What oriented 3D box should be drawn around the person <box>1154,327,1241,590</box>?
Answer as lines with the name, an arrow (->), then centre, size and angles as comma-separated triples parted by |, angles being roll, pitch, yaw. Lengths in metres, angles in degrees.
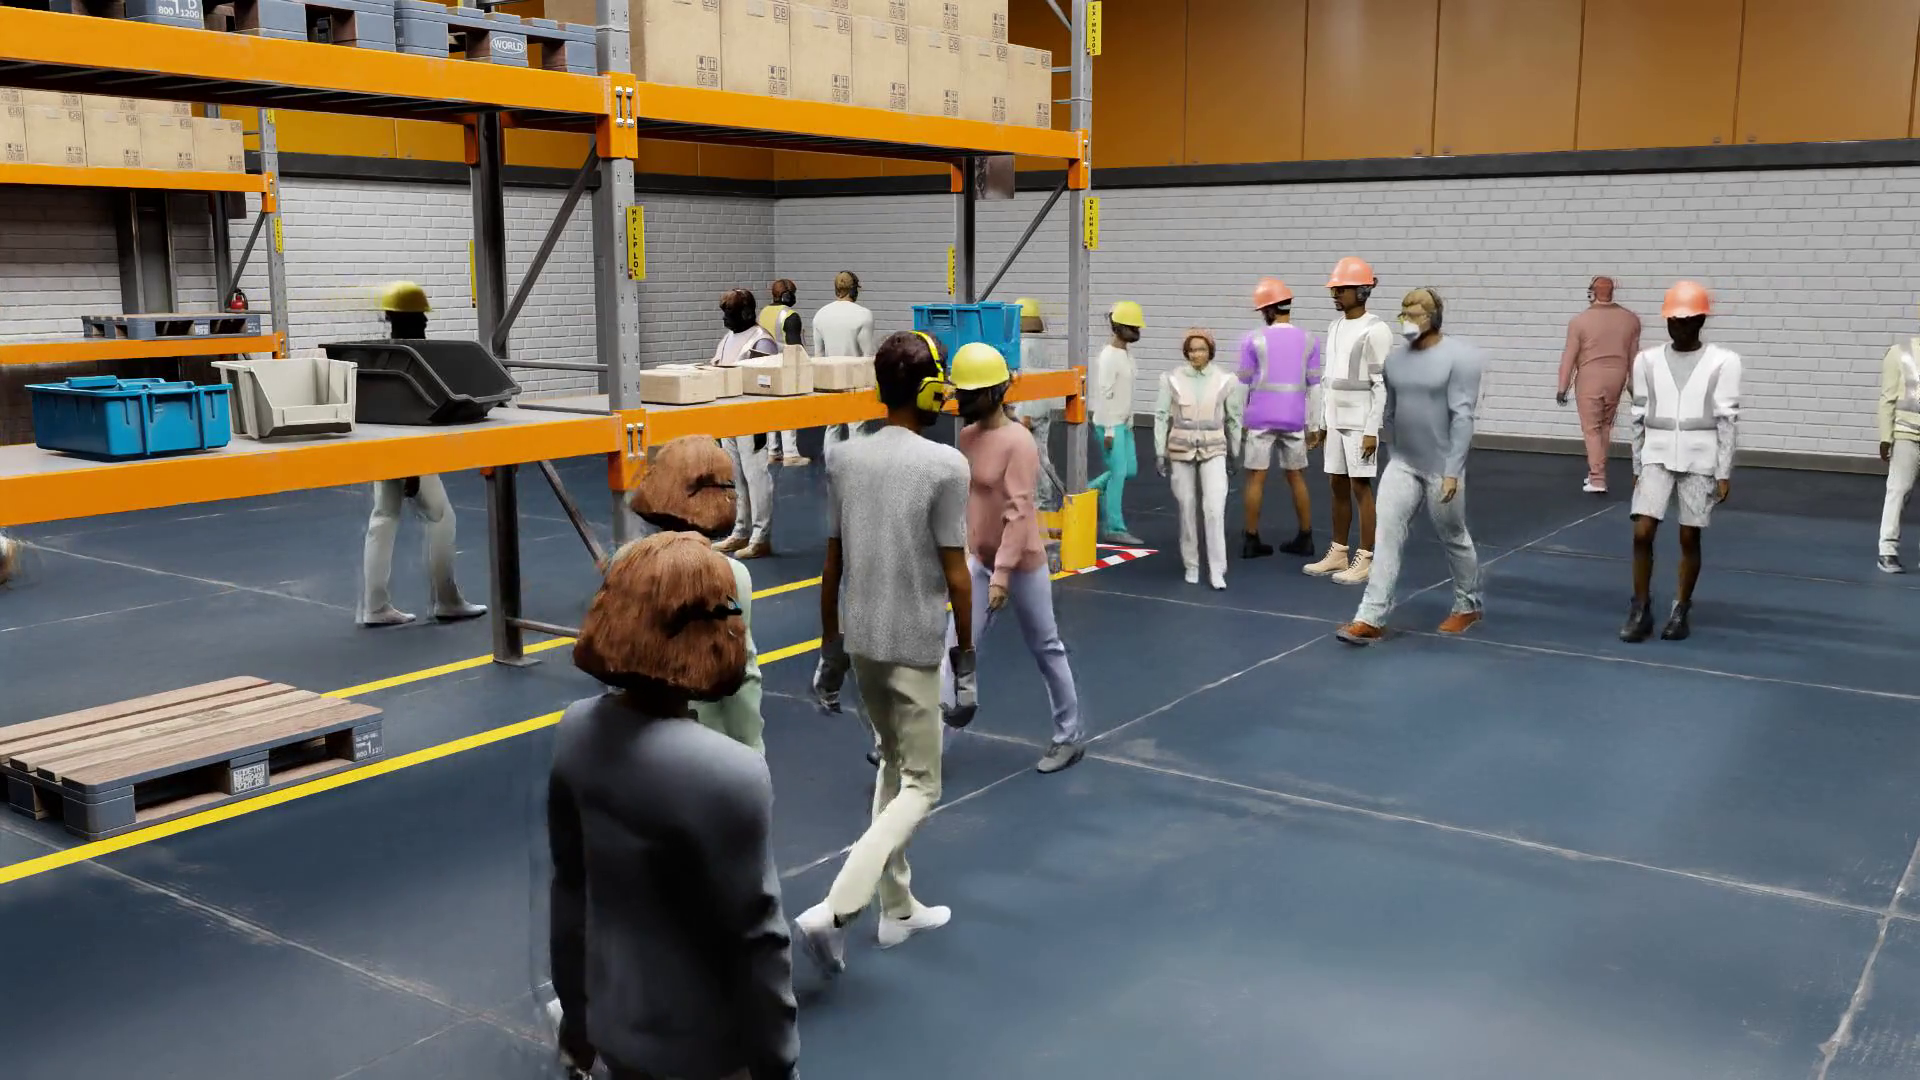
person -> 1.457, -0.488, 10.214 | 0.531, 1.610, 0.751 | 1, 10, 8

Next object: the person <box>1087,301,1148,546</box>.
person -> 1.063, -0.828, 11.844 | 0.571, 1.739, 0.553 | 4, 10, 24

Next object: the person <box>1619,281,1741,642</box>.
person -> 3.769, -0.388, 8.736 | 0.548, 1.914, 0.673 | 6, 11, 32

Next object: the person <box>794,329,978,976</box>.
person -> -0.228, 0.333, 4.678 | 0.559, 1.841, 0.698 | 7, 12, 37

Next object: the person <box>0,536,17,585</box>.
person -> -6.073, -0.521, 9.831 | 0.634, 1.819, 0.745 | 3, 10, 17

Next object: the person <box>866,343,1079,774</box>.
person -> 0.118, 0.102, 6.397 | 0.940, 1.699, 0.545 | -7, 12, -34

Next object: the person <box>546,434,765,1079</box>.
person -> -0.737, 0.543, 4.104 | 0.503, 1.606, 0.668 | 9, 13, 43

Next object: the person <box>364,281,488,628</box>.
person -> -3.028, -0.477, 9.264 | 0.584, 1.902, 0.784 | 9, 13, 42

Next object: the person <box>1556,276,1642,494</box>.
person -> 5.560, -1.363, 14.620 | 0.682, 1.877, 0.764 | -1, 10, -7

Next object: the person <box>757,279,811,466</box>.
person -> -1.739, -1.656, 16.493 | 0.429, 1.842, 0.636 | -8, 12, -40

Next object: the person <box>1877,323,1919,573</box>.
person -> 6.274, -0.683, 10.778 | 0.612, 1.819, 0.434 | 2, 10, 12

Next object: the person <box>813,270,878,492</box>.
person -> -0.980, -1.368, 14.491 | 0.632, 1.940, 0.368 | 6, 11, 30

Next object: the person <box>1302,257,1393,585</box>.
person -> 2.439, -0.744, 10.461 | 0.376, 2.043, 0.609 | -4, 10, -21

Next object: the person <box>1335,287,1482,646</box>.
person -> 2.447, -0.381, 8.786 | 1.013, 1.893, 0.645 | -7, 12, -38

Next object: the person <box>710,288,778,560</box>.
person -> -1.486, -0.790, 11.355 | 0.429, 1.839, 0.621 | -7, 12, -35

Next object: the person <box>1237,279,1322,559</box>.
person -> 2.156, -0.808, 11.301 | 0.563, 1.906, 0.434 | -1, 10, -5

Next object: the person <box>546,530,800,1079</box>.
person -> -0.474, 0.790, 2.584 | 0.434, 1.620, 0.505 | -8, 13, -41

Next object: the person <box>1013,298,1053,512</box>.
person -> 0.540, -1.032, 13.118 | 0.441, 1.732, 0.491 | 4, 10, 24
